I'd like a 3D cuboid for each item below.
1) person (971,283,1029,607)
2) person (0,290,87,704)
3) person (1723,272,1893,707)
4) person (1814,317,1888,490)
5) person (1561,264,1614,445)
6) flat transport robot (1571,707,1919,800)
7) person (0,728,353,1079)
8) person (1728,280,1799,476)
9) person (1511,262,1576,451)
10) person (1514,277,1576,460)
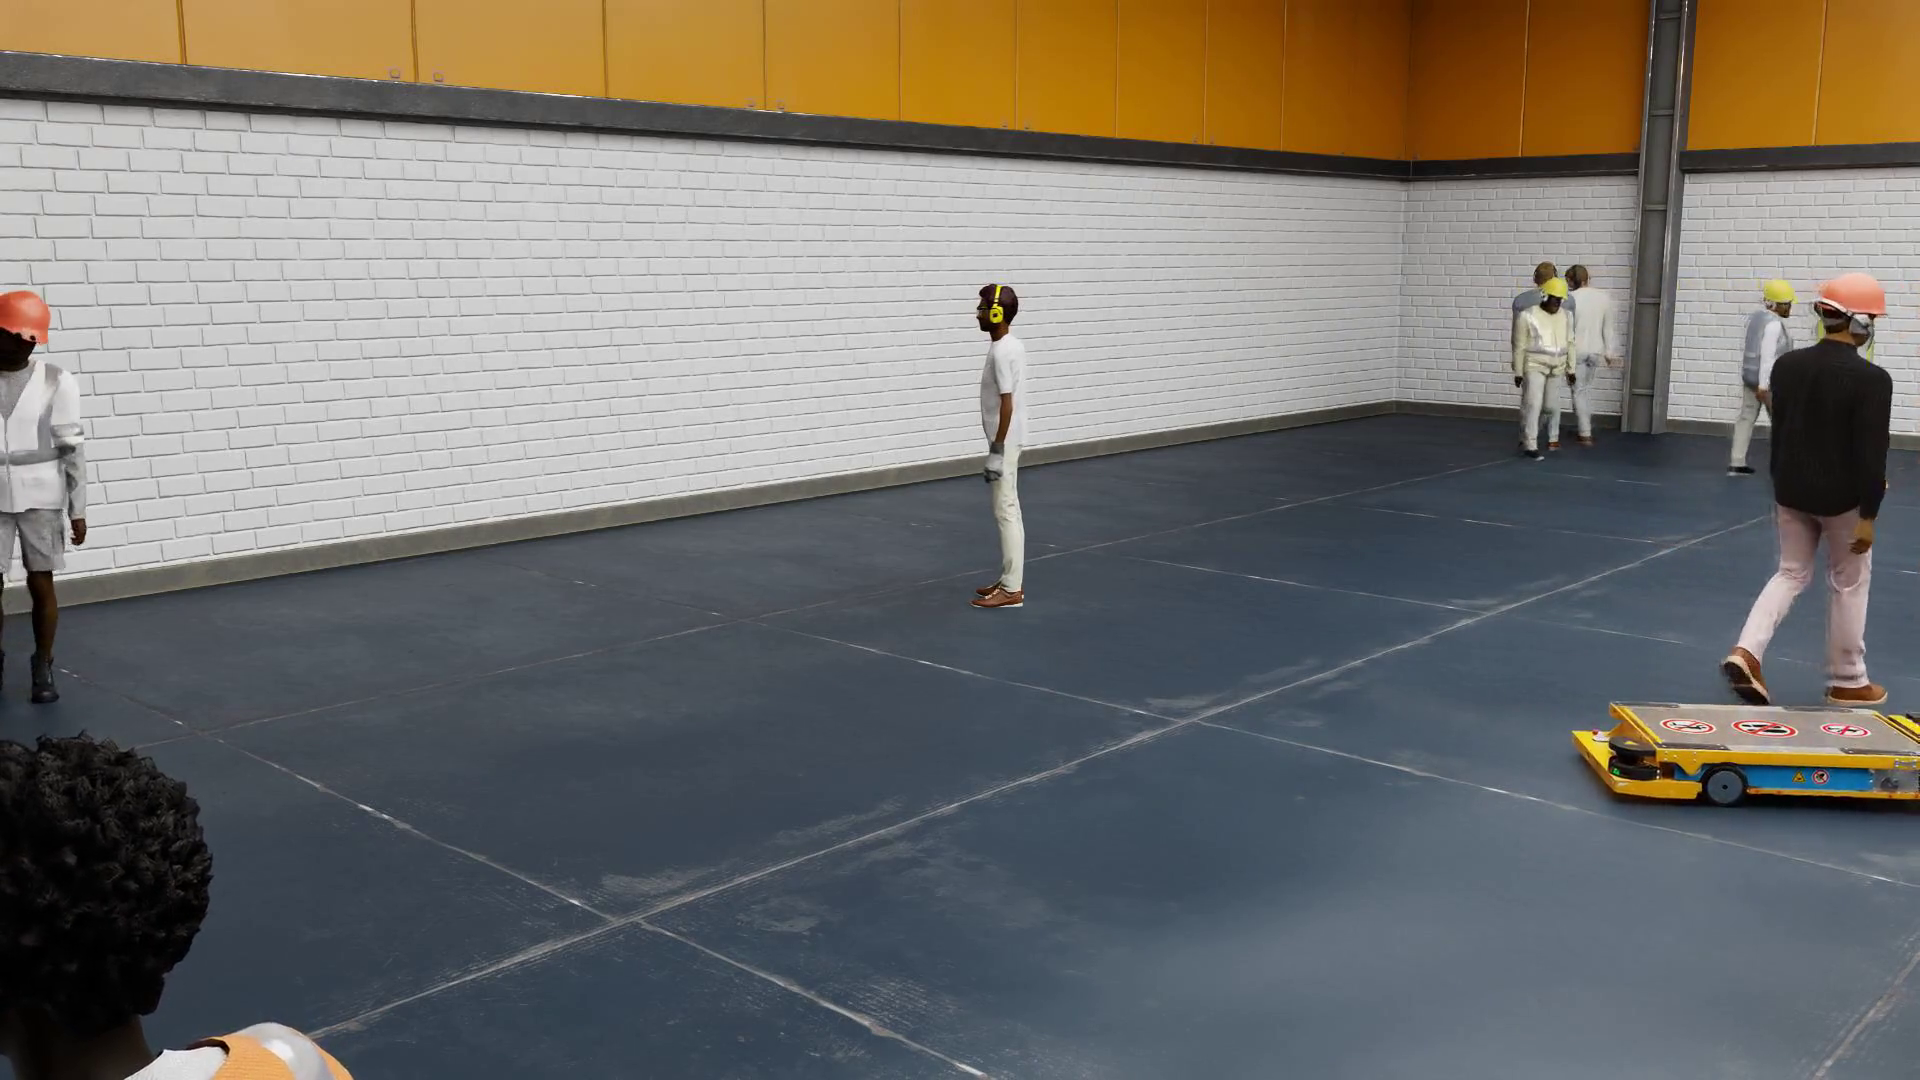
[{"bbox_3d":[0.229,-0.540,9.637,0.330,1.874,0.518,2,10,9],"label":"person"},{"bbox_3d":[-4.223,-0.172,7.481,0.569,1.890,0.525,-4,11,-20],"label":"person"},{"bbox_3d":[3.839,-0.197,7.407,0.795,1.969,0.633,-5,11,-24],"label":"person"},{"bbox_3d":[7.489,-1.300,14.188,0.849,1.809,0.629,-2,10,-12],"label":"person"},{"bbox_3d":[6.549,-1.972,17.721,0.667,1.897,0.782,-3,10,-16],"label":"person"},{"bbox_3d":[3.191,0.821,6.441,1.431,0.197,0.652,1,10,6],"label":"flat transport robot"},{"bbox_3d":[-0.691,0.996,1.425,0.320,1.690,0.535,3,10,17],"label":"person"},{"bbox_3d":[7.385,-1.445,15.044,0.771,1.776,0.570,0,10,-2],"label":"person"},{"bbox_3d":[5.976,-1.879,17.086,0.627,1.934,0.370,4,11,20],"label":"person"},{"bbox_3d":[5.758,-1.709,16.525,0.617,1.796,0.663,-2,10,-13],"label":"person"}]
